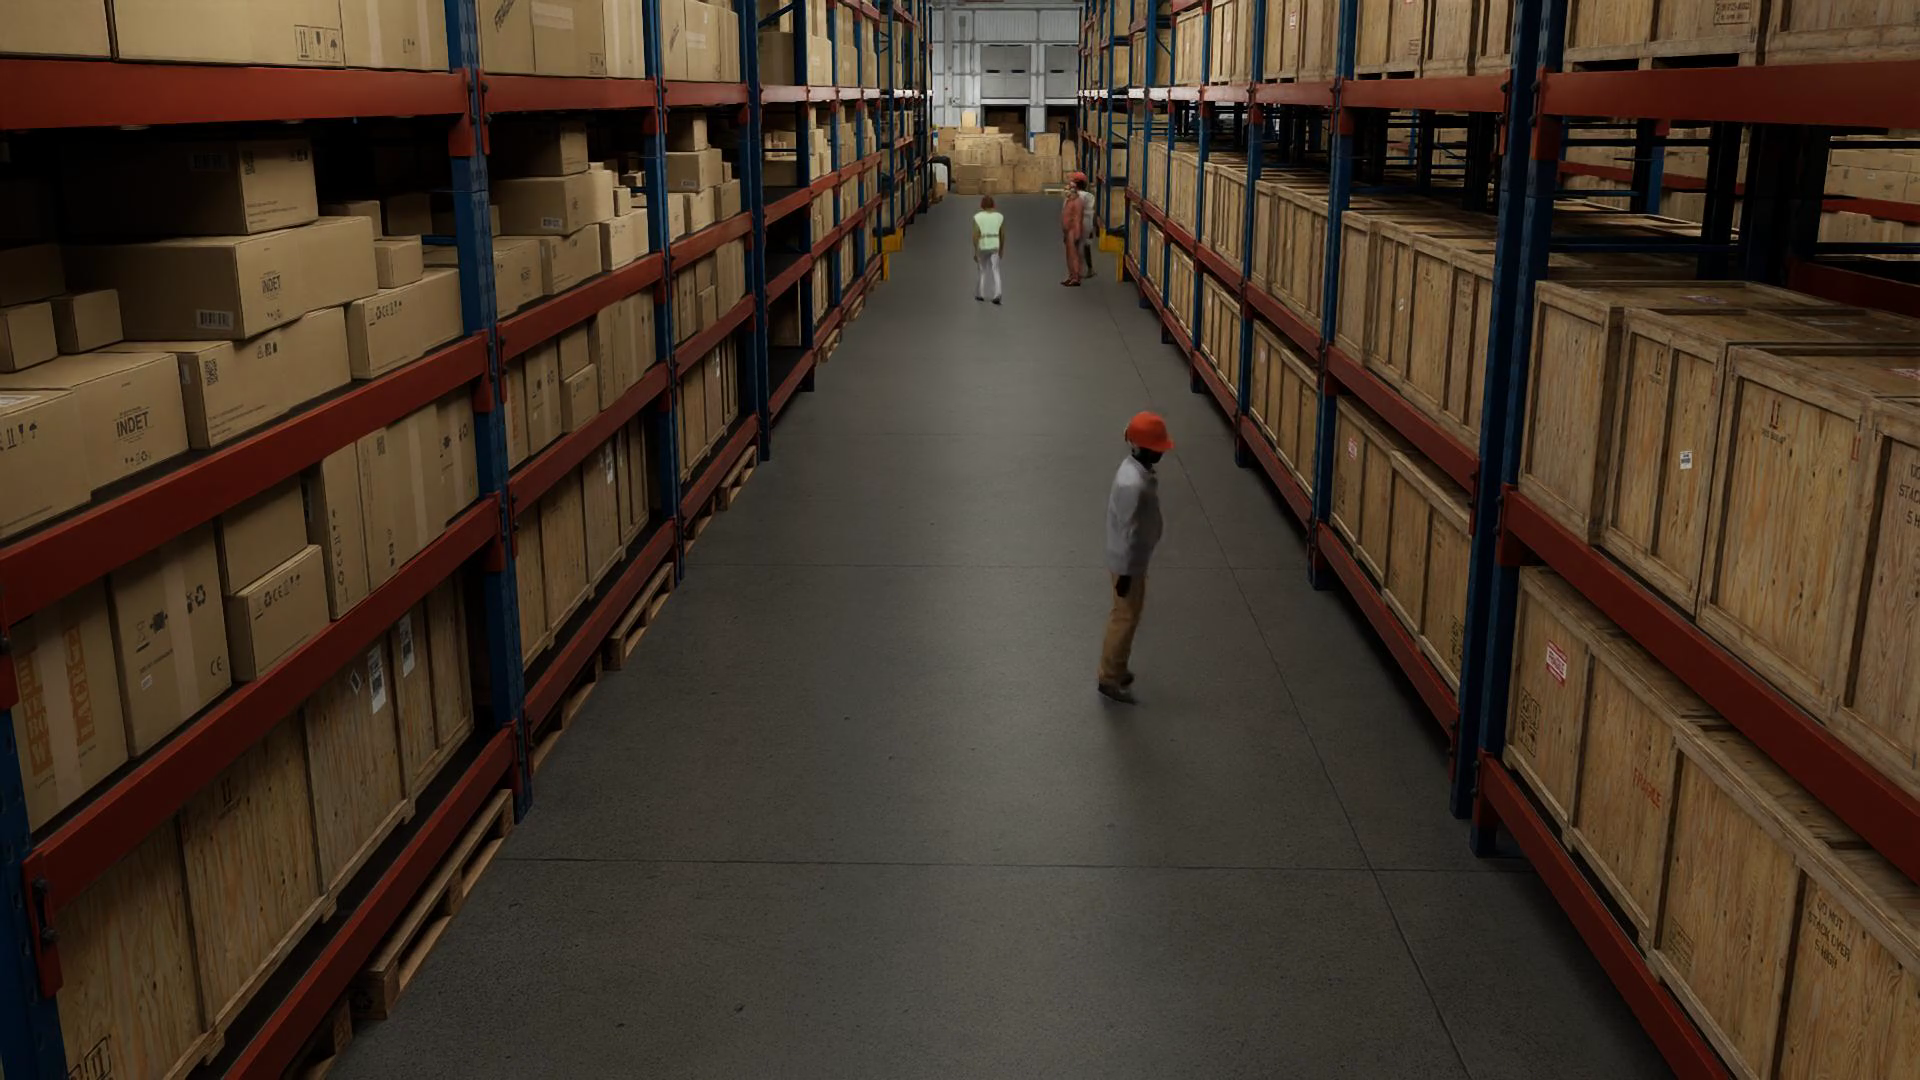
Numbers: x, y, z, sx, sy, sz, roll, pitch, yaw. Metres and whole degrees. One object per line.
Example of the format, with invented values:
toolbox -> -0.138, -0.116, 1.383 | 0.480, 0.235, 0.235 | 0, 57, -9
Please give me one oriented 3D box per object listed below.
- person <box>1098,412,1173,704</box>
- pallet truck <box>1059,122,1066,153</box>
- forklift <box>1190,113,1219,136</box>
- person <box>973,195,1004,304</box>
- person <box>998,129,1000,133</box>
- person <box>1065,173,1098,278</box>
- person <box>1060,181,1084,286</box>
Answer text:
person -> 1.028, 0.090, 9.641 | 0.402, 1.731, 0.633 | 3, 15, 12
pallet truck -> 5.788, -21.111, 88.014 | 1.885, 1.965, 0.823 | 5, 16, 18
forklift -> 8.078, -12.754, 55.244 | 1.129, 2.768, 1.873 | 0, 15, 2
person -> 0.497, -4.899, 28.070 | 0.586, 1.804, 0.951 | -5, 16, -18
person -> 1.657, -17.921, 76.274 | 0.400, 1.926, 0.567 | 1, 15, 4
person -> 2.305, -5.960, 31.665 | 0.625, 1.992, 0.942 | 7, 17, 25
person -> 2.046, -5.621, 30.559 | 0.401, 1.905, 0.662 | -3, 15, -12
